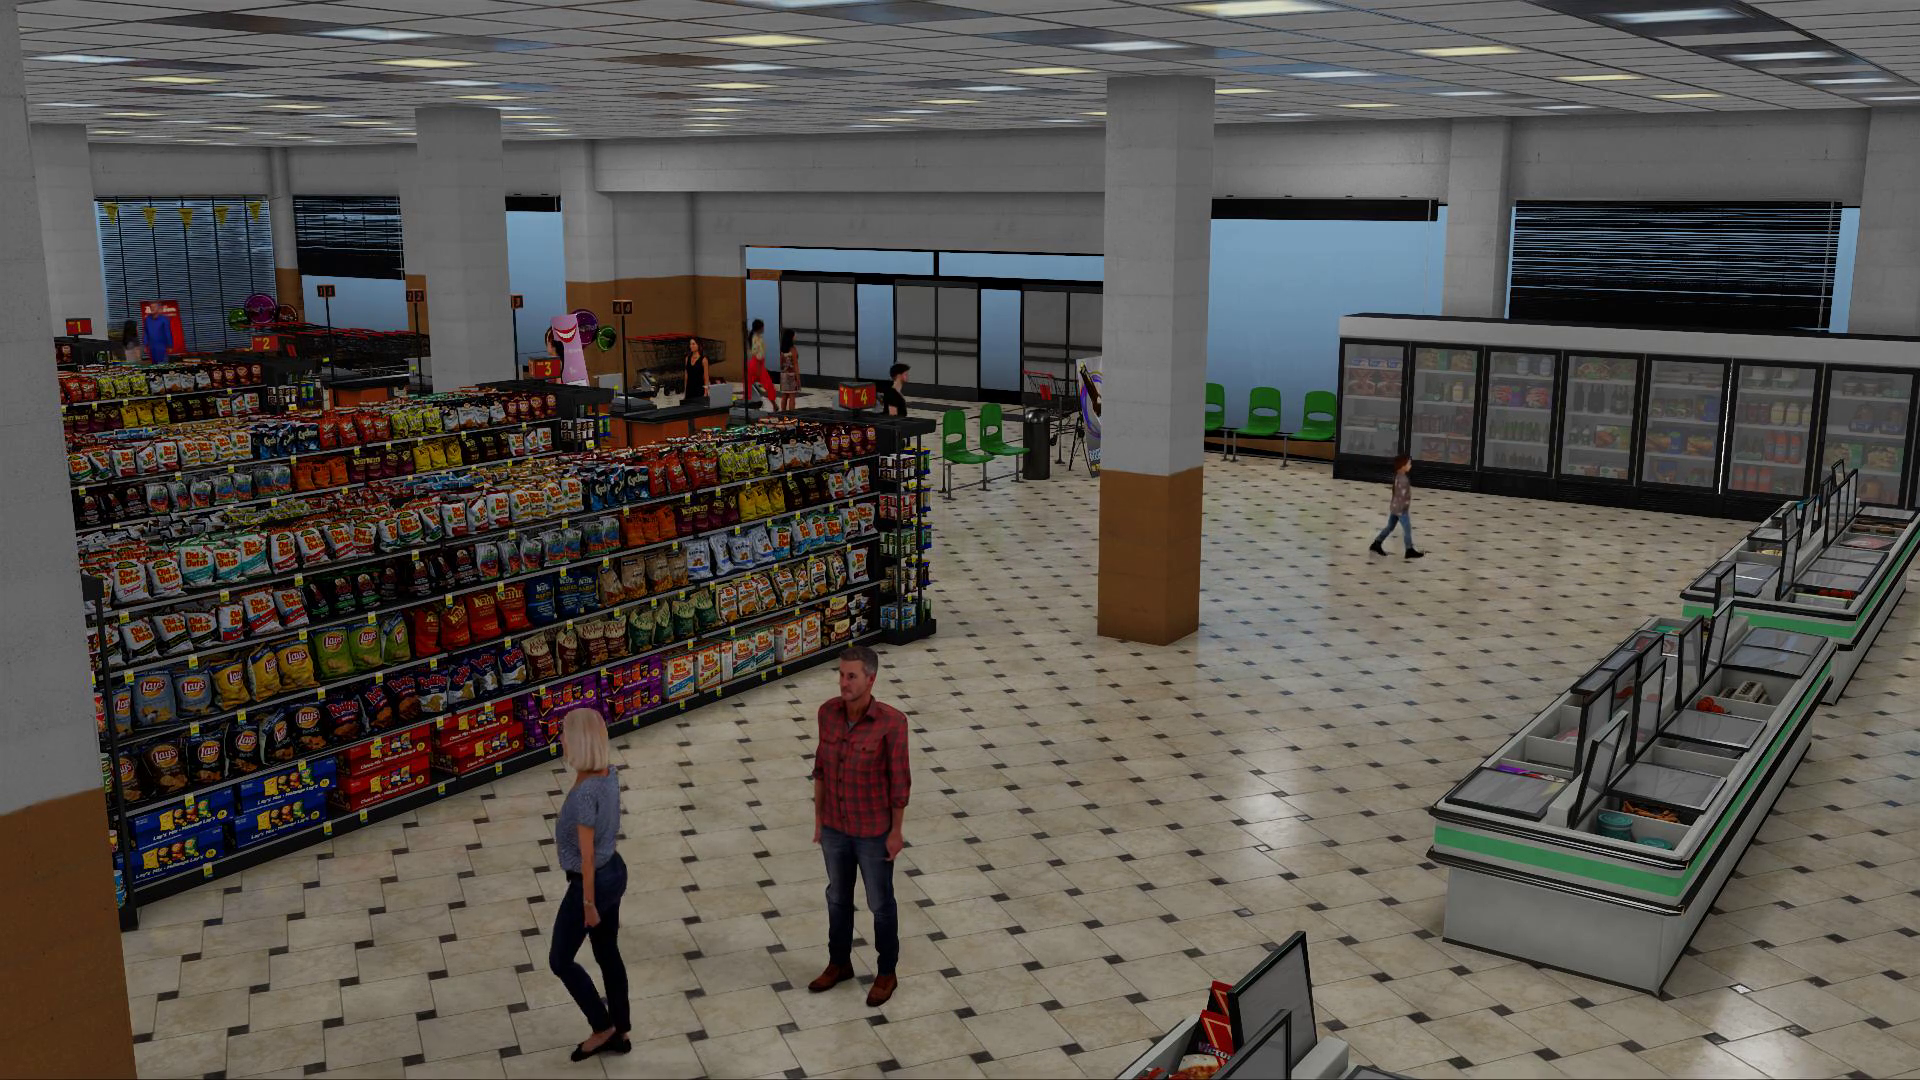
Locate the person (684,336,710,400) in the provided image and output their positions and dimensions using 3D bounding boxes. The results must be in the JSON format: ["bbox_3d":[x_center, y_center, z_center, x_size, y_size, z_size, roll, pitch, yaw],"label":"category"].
[{"bbox_3d":[-4.039,-2.207,25.562,0.617,1.835,0.577,5,13,24],"label":"person"}]

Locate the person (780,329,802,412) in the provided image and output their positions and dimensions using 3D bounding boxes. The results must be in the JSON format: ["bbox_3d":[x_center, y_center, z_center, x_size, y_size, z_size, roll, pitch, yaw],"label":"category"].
[{"bbox_3d":[-3.005,-2.887,29.254,0.604,1.644,0.694,-11,16,-42],"label":"person"}]

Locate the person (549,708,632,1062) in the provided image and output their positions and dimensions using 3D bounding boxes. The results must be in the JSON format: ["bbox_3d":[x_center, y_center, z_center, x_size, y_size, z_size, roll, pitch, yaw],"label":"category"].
[{"bbox_3d":[-1.616,1.608,7.742,0.738,1.713,0.634,1,12,7],"label":"person"}]

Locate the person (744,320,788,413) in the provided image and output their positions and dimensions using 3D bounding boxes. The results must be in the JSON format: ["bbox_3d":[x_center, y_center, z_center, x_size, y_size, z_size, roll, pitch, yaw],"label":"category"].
[{"bbox_3d":[-3.690,-2.981,29.451,1.162,1.747,0.856,-7,14,-32],"label":"person"}]

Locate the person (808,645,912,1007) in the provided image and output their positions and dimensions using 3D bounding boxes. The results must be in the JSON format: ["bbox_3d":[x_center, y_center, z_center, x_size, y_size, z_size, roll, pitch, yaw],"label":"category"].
[{"bbox_3d":[-0.506,1.411,8.388,0.715,1.831,0.590,6,13,27],"label":"person"}]

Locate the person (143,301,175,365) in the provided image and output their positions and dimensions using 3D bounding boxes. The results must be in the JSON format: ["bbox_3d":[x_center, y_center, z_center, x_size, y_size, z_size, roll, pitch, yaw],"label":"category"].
[{"bbox_3d":[-16.353,-3.968,34.020,0.997,1.796,1.230,3,12,12],"label":"person"}]

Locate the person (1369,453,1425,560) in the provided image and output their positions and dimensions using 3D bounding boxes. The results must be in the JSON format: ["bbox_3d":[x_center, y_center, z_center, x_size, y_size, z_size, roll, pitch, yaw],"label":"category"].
[{"bbox_3d":[4.814,-0.367,18.424,0.813,1.176,0.827,0,12,1],"label":"person"}]

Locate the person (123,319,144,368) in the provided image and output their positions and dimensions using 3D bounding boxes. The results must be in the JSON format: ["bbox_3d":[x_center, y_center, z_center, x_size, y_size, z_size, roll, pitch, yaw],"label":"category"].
[{"bbox_3d":[-15.269,-3.209,30.659,0.629,1.696,0.889,9,15,36],"label":"person"}]

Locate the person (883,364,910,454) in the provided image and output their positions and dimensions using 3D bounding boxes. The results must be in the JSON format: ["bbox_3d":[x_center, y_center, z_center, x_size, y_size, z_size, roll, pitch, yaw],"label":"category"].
[{"bbox_3d":[-0.906,-1.283,21.061,0.879,1.882,0.788,0,12,0],"label":"person"}]

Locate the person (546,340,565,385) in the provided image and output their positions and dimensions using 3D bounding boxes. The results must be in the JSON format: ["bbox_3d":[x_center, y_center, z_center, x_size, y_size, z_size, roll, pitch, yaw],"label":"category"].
[{"bbox_3d":[-6.364,-2.299,26.261,0.731,1.727,0.710,-5,13,-24],"label":"person"}]
